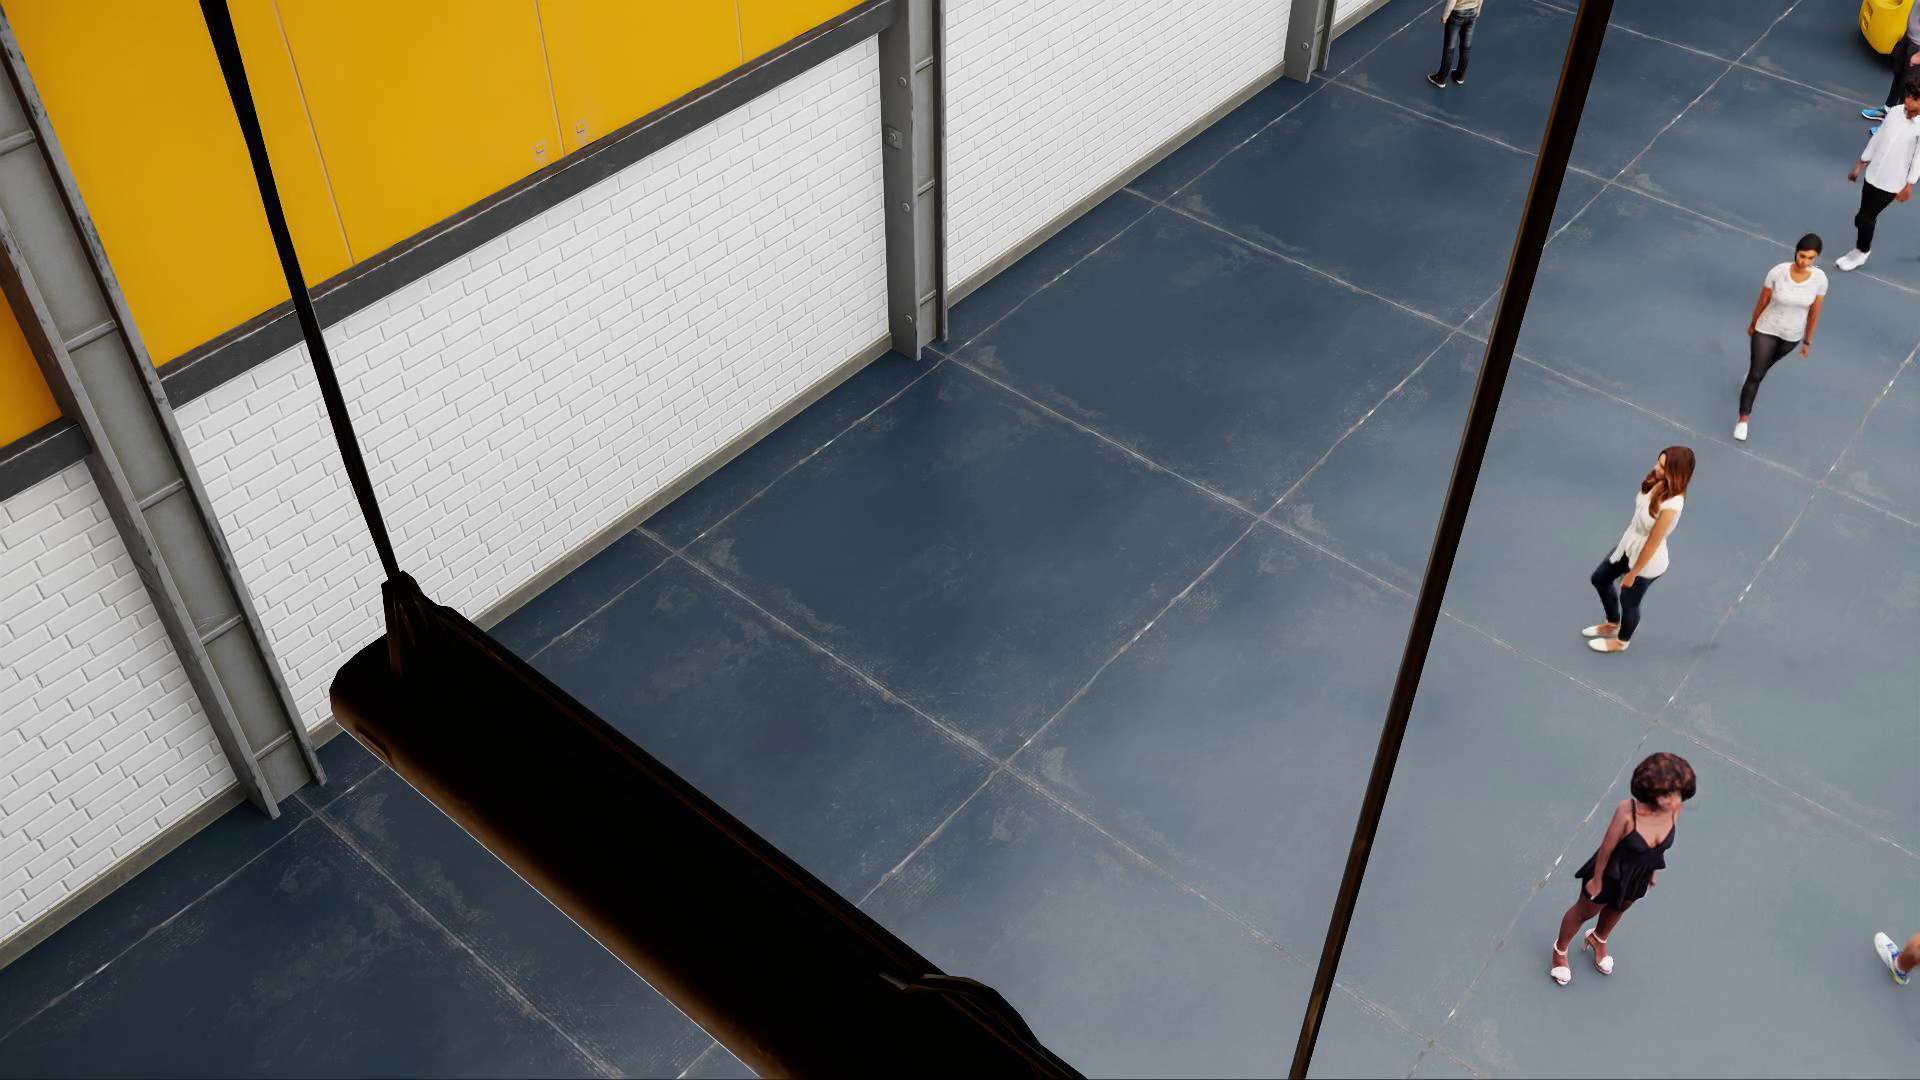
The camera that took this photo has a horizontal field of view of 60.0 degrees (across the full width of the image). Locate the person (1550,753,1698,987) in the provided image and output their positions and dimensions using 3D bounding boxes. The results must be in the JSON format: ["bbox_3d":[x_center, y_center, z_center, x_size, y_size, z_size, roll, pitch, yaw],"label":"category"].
[{"bbox_3d":[3.510,1.758,8.834,0.631,1.787,0.707,-9,44,-10],"label":"person"}]

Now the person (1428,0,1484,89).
[{"bbox_3d":[4.936,-5.167,16.338,0.596,1.464,0.694,-12,45,-12],"label":"person"}]

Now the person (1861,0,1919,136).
[{"bbox_3d":[8.992,-4.675,15.559,0.831,1.825,0.690,8,44,8],"label":"person"}]

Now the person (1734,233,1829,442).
[{"bbox_3d":[6.158,-1.613,12.504,0.886,1.606,1.174,12,45,12],"label":"person"}]

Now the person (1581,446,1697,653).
[{"bbox_3d":[4.431,0.096,10.589,0.797,1.773,0.703,5,44,5],"label":"person"}]

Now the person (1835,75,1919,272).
[{"bbox_3d":[7.810,-3.062,13.887,0.789,1.797,0.755,-11,45,-12],"label":"person"}]
